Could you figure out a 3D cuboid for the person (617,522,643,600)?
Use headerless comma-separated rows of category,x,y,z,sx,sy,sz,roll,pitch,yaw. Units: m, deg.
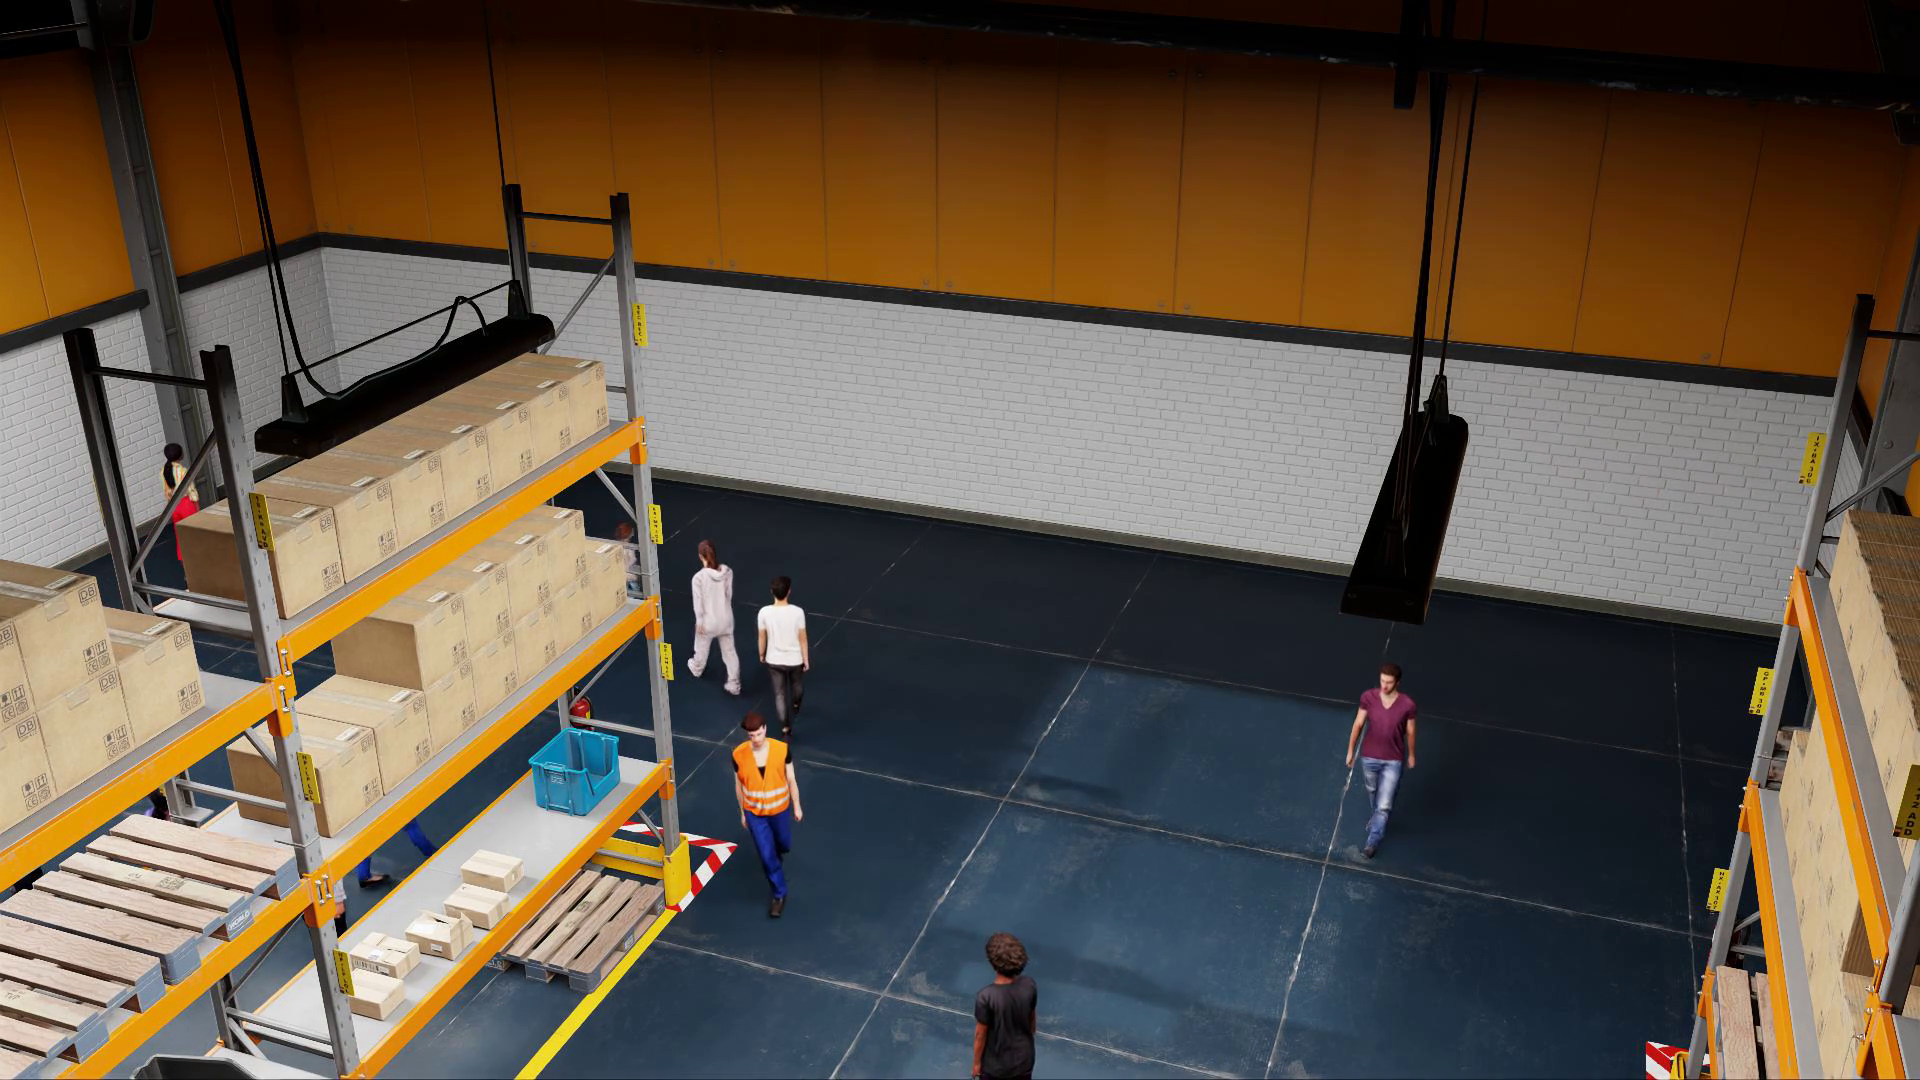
person,-3.812,0.372,18.910,0.580,1.189,0.621,20,31,38

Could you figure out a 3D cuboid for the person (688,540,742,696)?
person,-2.493,0.853,17.237,1.060,1.648,1.062,-15,28,-30

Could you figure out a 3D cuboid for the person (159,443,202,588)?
person,-9.176,-0.302,19.699,0.618,1.792,0.560,6,24,12

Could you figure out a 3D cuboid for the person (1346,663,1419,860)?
person,3.770,1.869,14.723,0.854,1.799,1.215,14,27,30

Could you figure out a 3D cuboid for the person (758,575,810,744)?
person,-1.738,1.194,16.403,0.917,1.690,1.142,-1,24,-2

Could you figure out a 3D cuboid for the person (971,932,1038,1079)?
person,0.312,3.430,11.180,0.719,1.777,0.790,-12,26,-26

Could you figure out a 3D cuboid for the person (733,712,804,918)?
person,-1.611,2.201,13.903,0.982,1.849,1.163,-3,24,-6
